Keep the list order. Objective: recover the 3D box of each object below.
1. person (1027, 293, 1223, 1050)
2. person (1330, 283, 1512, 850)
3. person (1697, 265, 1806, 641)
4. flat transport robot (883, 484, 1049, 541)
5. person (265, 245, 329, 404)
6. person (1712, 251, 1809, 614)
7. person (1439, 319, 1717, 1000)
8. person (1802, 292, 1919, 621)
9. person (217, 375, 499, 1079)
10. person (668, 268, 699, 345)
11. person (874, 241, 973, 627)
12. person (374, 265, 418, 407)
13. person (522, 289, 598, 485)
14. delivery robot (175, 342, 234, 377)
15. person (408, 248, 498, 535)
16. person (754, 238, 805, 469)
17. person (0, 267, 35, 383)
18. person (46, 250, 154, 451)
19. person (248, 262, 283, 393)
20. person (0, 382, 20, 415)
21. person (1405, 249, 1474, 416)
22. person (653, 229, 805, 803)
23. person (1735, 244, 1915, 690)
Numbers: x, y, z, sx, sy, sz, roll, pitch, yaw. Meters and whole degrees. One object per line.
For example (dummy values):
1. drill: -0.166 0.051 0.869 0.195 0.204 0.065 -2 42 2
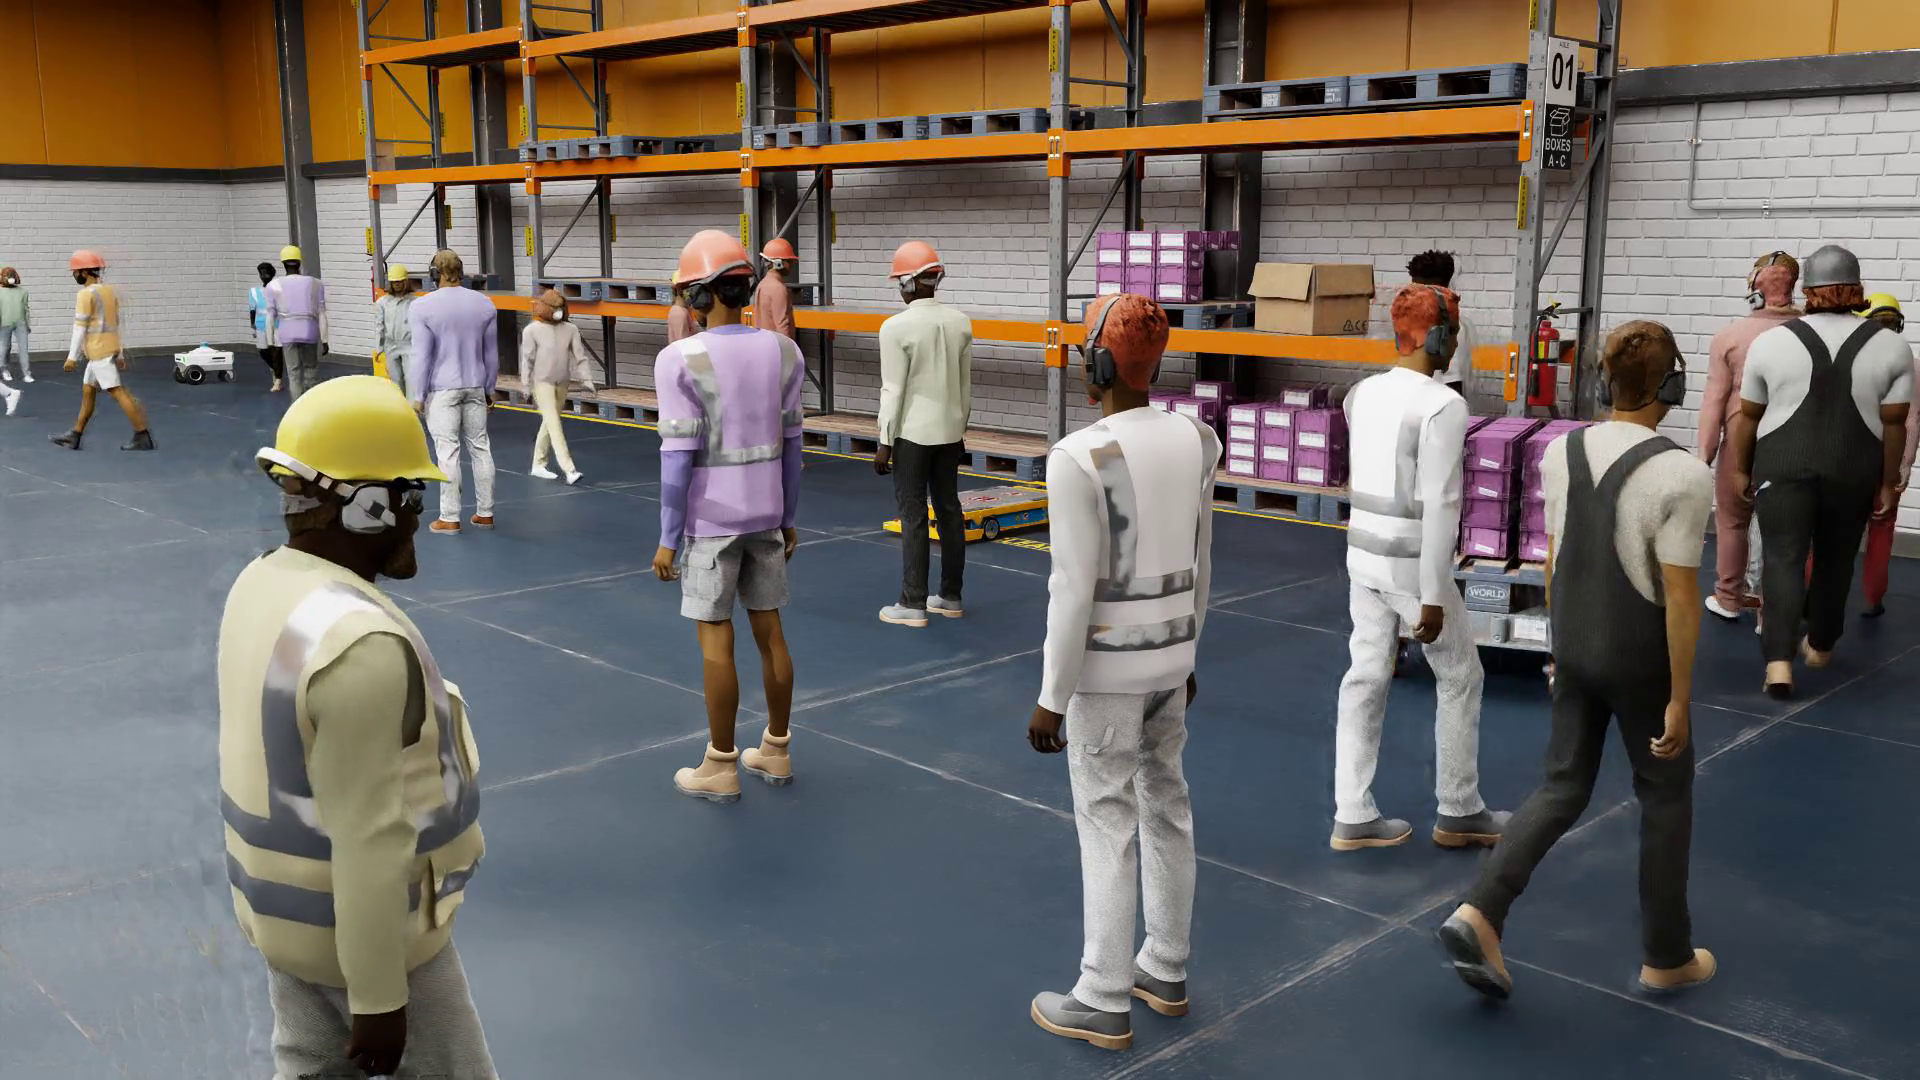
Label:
1. person: 0.404 0.332 4.169 0.572 1.883 0.356 -10 14 -43
2. person: 1.552 0.101 5.458 0.730 1.864 0.587 -4 11 -23
3. person: 4.080 -0.453 8.472 0.705 1.862 0.849 2 11 10
4. flat transport robot: 0.217 -0.201 11.467 1.431 0.197 0.652 -10 14 -44
5. person: -7.036 -2.155 17.638 0.605 1.906 0.575 -5 12 -27
6. person: 4.320 -0.571 8.935 0.628 1.940 0.373 -10 14 -43
7. person: 1.664 0.339 4.335 0.793 1.819 0.522 -7 12 -33
8. person: 4.686 -0.416 8.651 0.535 1.733 0.731 7 13 35
9. person: -1.064 0.632 2.820 0.792 1.808 0.605 -8 13 -38
10. person: -2.244 -1.342 13.619 0.328 1.765 0.532 -3 11 -14
11. person: -0.196 -0.548 8.660 0.609 1.993 0.384 -10 14 -43
12. person: -5.660 -1.903 16.818 0.490 1.711 0.808 -2 11 -8
13. person: -3.295 -1.248 13.579 0.881 1.573 0.520 10 14 43
14. delivery robot: -10.334 -2.461 22.765 0.707 0.478 0.477 -10 15 -44
15. person: -3.431 -1.004 11.300 0.628 1.939 0.373 -10 14 -43
16. person: -1.578 -1.599 14.387 0.395 1.993 0.614 -4 11 -23
17. person: -13.159 -2.986 23.062 0.849 1.591 0.509 10 14 43
18. person: -8.101 -1.754 15.567 1.009 1.884 0.540 -1 10 -6
19. person: -8.939 -2.773 21.641 0.539 1.682 0.637 -1 10 -4
20. person: -10.918 -2.256 18.390 0.759 1.847 0.530 -4 11 -19
21. person: 2.701 -0.648 9.333 0.483 1.943 0.601 3 11 15
22. person: -0.839 -0.078 5.971 0.604 2.042 0.381 -10 14 -43
23. person: 3.859 -0.356 7.487 0.675 2.000 1.022 4 11 22
